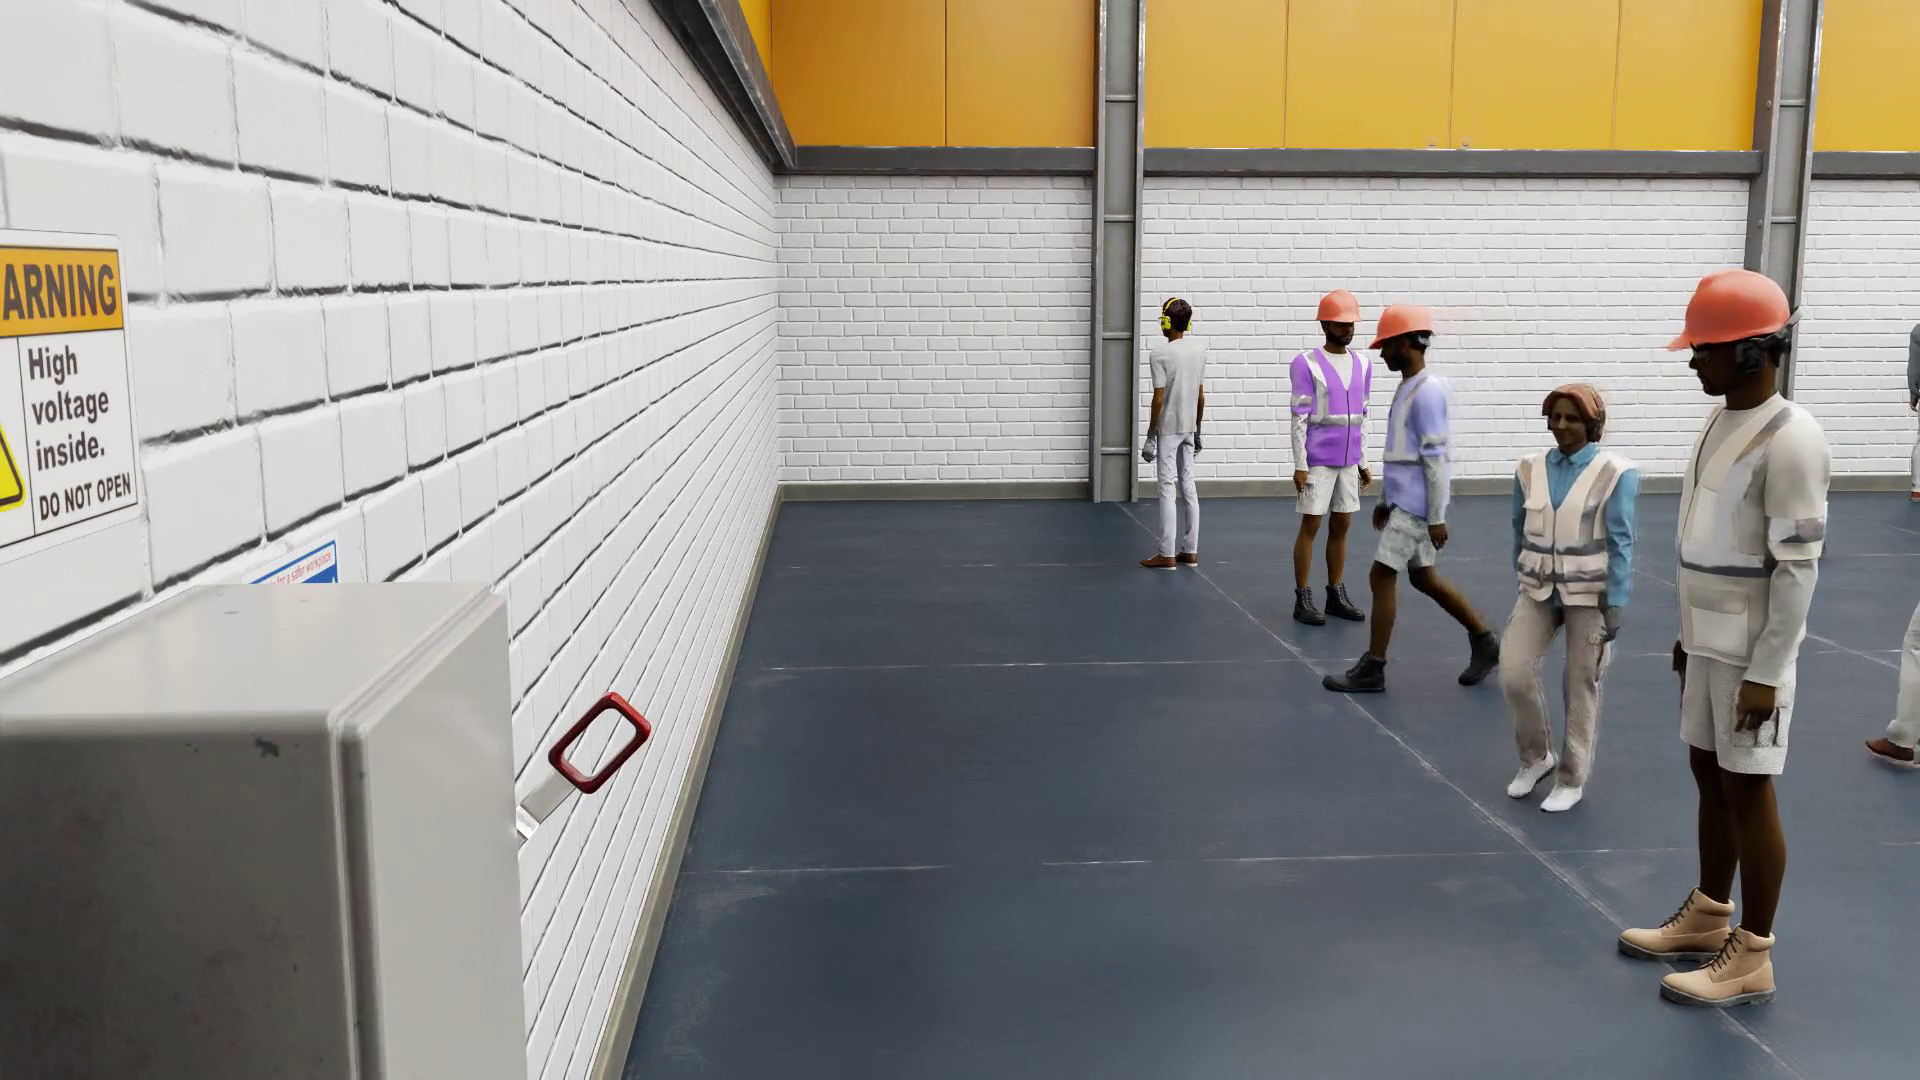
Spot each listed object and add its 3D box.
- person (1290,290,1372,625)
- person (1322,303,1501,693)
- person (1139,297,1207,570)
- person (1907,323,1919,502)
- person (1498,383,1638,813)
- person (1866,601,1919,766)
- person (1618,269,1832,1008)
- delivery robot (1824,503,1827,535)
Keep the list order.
[{"bbox_3d":[2.171,-0.476,9.670,0.545,1.938,0.362,-4,10,-26],"label":"person"},{"bbox_3d":[2.264,-0.191,8.028,0.877,1.896,0.547,2,9,10],"label":"person"},{"bbox_3d":[1.468,-0.728,11.465,0.514,1.872,0.328,-7,11,-37],"label":"person"},{"bbox_3d":[8.718,-1.280,14.719,0.361,1.937,0.635,-6,11,-33],"label":"person"},{"bbox_3d":[2.261,0.230,6.214,0.375,1.624,0.520,-9,13,-44],"label":"person"},{"bbox_3d":[4.029,0.165,6.747,0.570,1.586,0.606,-5,11,-30],"label":"person"},{"bbox_3d":[2.125,0.279,4.626,0.393,2.036,0.605,1,9,4],"label":"person"},{"bbox_3d":[5.790,-0.163,11.741,0.707,0.478,0.477,-6,11,-33],"label":"delivery robot"}]
